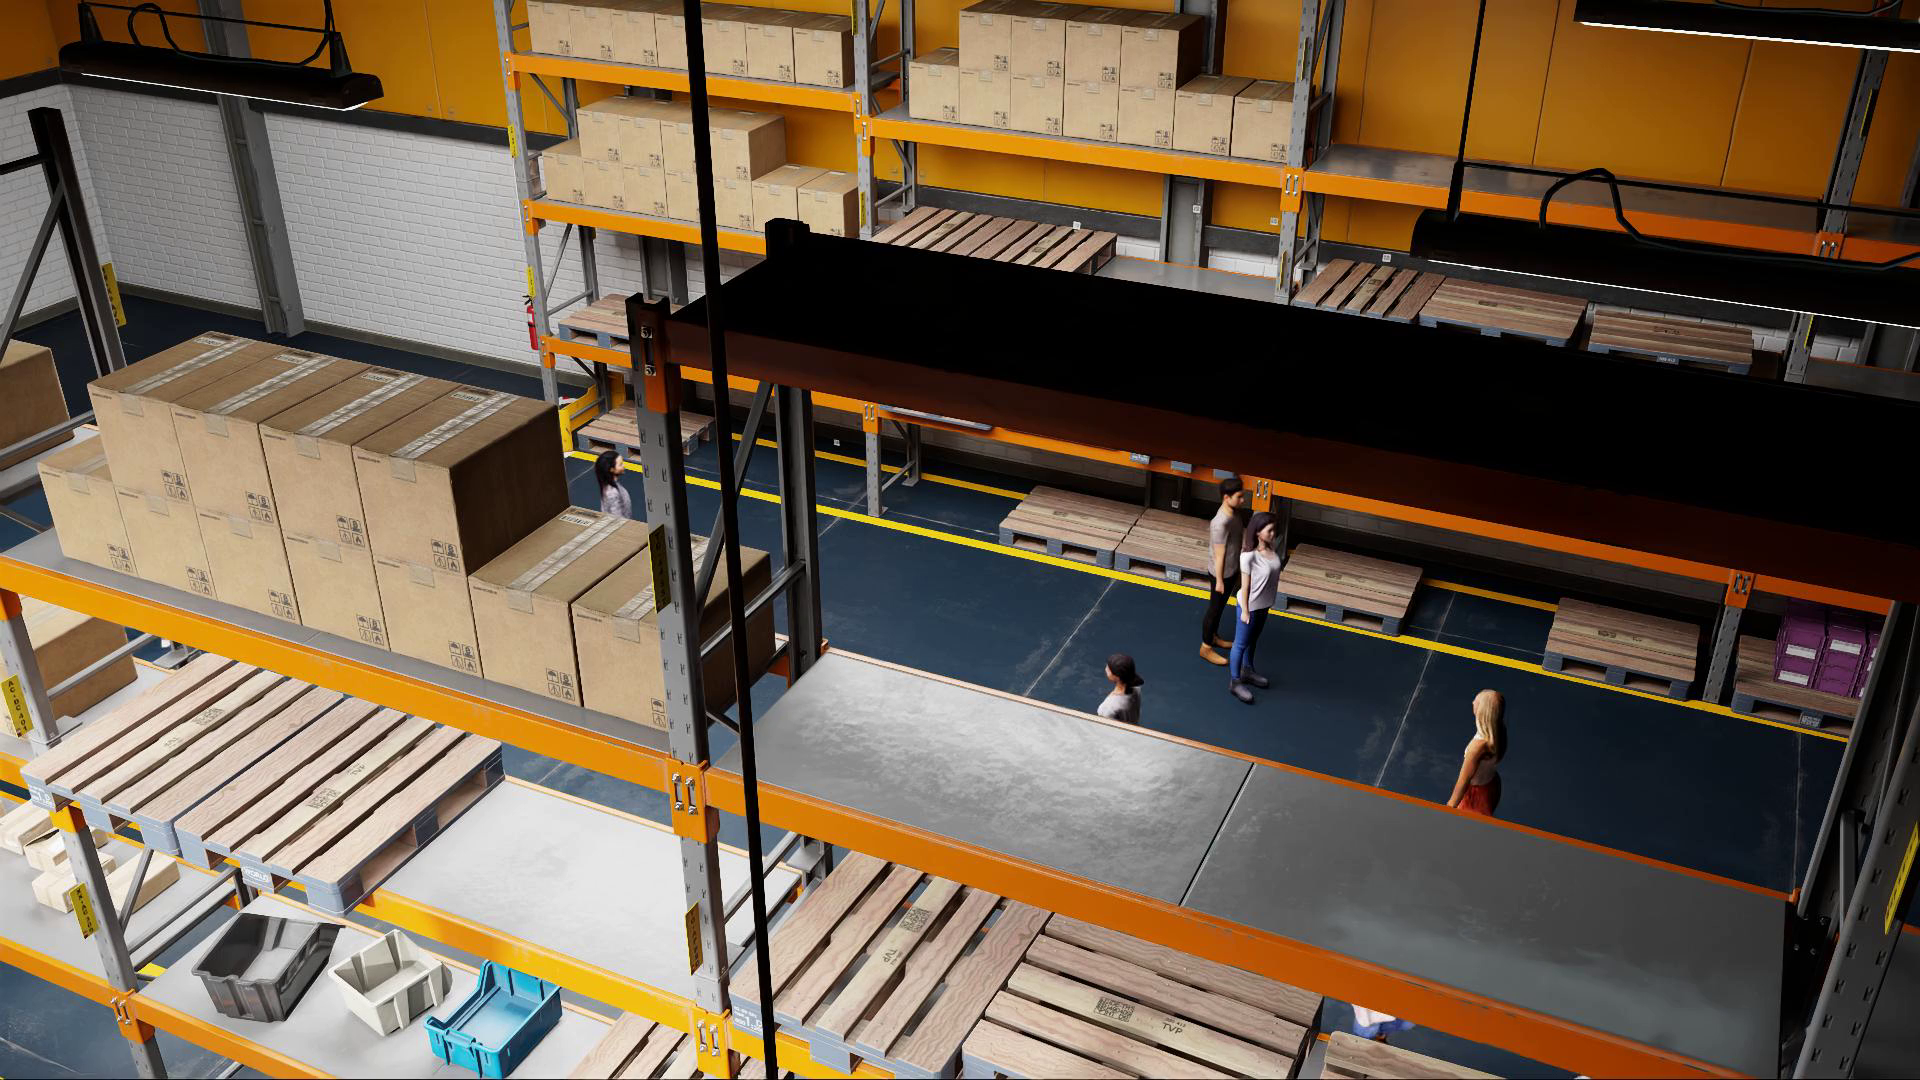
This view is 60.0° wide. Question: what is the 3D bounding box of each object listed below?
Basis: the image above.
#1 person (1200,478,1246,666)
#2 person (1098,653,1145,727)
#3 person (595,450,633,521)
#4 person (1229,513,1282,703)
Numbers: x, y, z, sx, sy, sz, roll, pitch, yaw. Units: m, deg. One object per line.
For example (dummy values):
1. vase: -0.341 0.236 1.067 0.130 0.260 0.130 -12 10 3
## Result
1. person: 2.278 0.236 14.387 0.520 1.717 0.608 11 31 20
2. person: 1.201 1.579 11.875 0.634 1.765 0.653 17 33 28
3. person: -3.063 -0.006 14.817 0.740 1.732 0.675 -11 30 -19
4. person: 2.442 0.538 13.867 0.592 1.685 0.644 20 35 33
